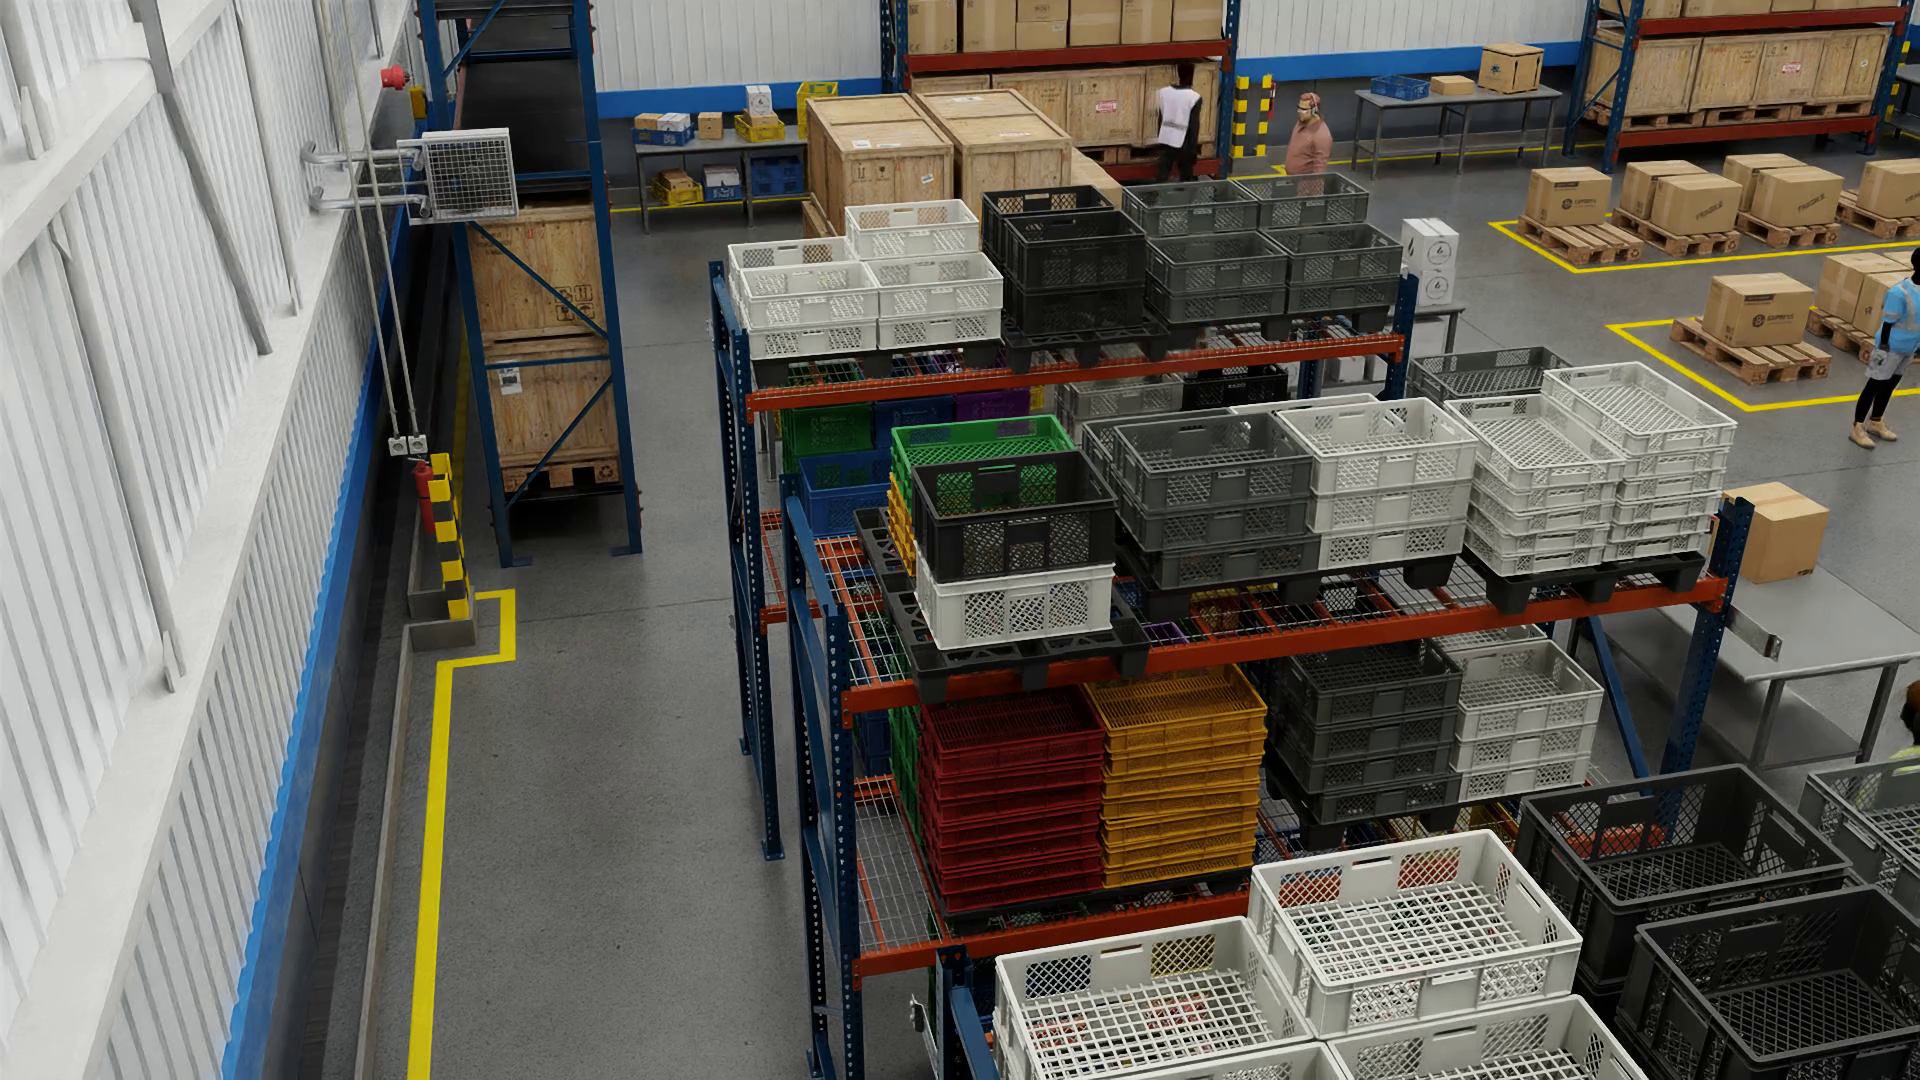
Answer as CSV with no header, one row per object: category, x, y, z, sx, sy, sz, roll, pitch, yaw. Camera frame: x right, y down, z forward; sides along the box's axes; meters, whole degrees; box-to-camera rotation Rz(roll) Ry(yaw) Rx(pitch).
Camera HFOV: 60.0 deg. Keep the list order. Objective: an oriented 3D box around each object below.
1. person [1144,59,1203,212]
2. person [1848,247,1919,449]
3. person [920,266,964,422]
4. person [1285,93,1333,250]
person,2.412,-4.467,18.802,0.968,1.870,0.600,-25,36,-38
person,7.617,-1.582,13.494,0.536,1.699,0.321,-14,31,-25
person,-0.145,-1.164,12.510,0.356,1.883,0.574,9,29,16
person,3.565,-3.693,17.297,0.400,1.899,0.651,-5,28,-10
